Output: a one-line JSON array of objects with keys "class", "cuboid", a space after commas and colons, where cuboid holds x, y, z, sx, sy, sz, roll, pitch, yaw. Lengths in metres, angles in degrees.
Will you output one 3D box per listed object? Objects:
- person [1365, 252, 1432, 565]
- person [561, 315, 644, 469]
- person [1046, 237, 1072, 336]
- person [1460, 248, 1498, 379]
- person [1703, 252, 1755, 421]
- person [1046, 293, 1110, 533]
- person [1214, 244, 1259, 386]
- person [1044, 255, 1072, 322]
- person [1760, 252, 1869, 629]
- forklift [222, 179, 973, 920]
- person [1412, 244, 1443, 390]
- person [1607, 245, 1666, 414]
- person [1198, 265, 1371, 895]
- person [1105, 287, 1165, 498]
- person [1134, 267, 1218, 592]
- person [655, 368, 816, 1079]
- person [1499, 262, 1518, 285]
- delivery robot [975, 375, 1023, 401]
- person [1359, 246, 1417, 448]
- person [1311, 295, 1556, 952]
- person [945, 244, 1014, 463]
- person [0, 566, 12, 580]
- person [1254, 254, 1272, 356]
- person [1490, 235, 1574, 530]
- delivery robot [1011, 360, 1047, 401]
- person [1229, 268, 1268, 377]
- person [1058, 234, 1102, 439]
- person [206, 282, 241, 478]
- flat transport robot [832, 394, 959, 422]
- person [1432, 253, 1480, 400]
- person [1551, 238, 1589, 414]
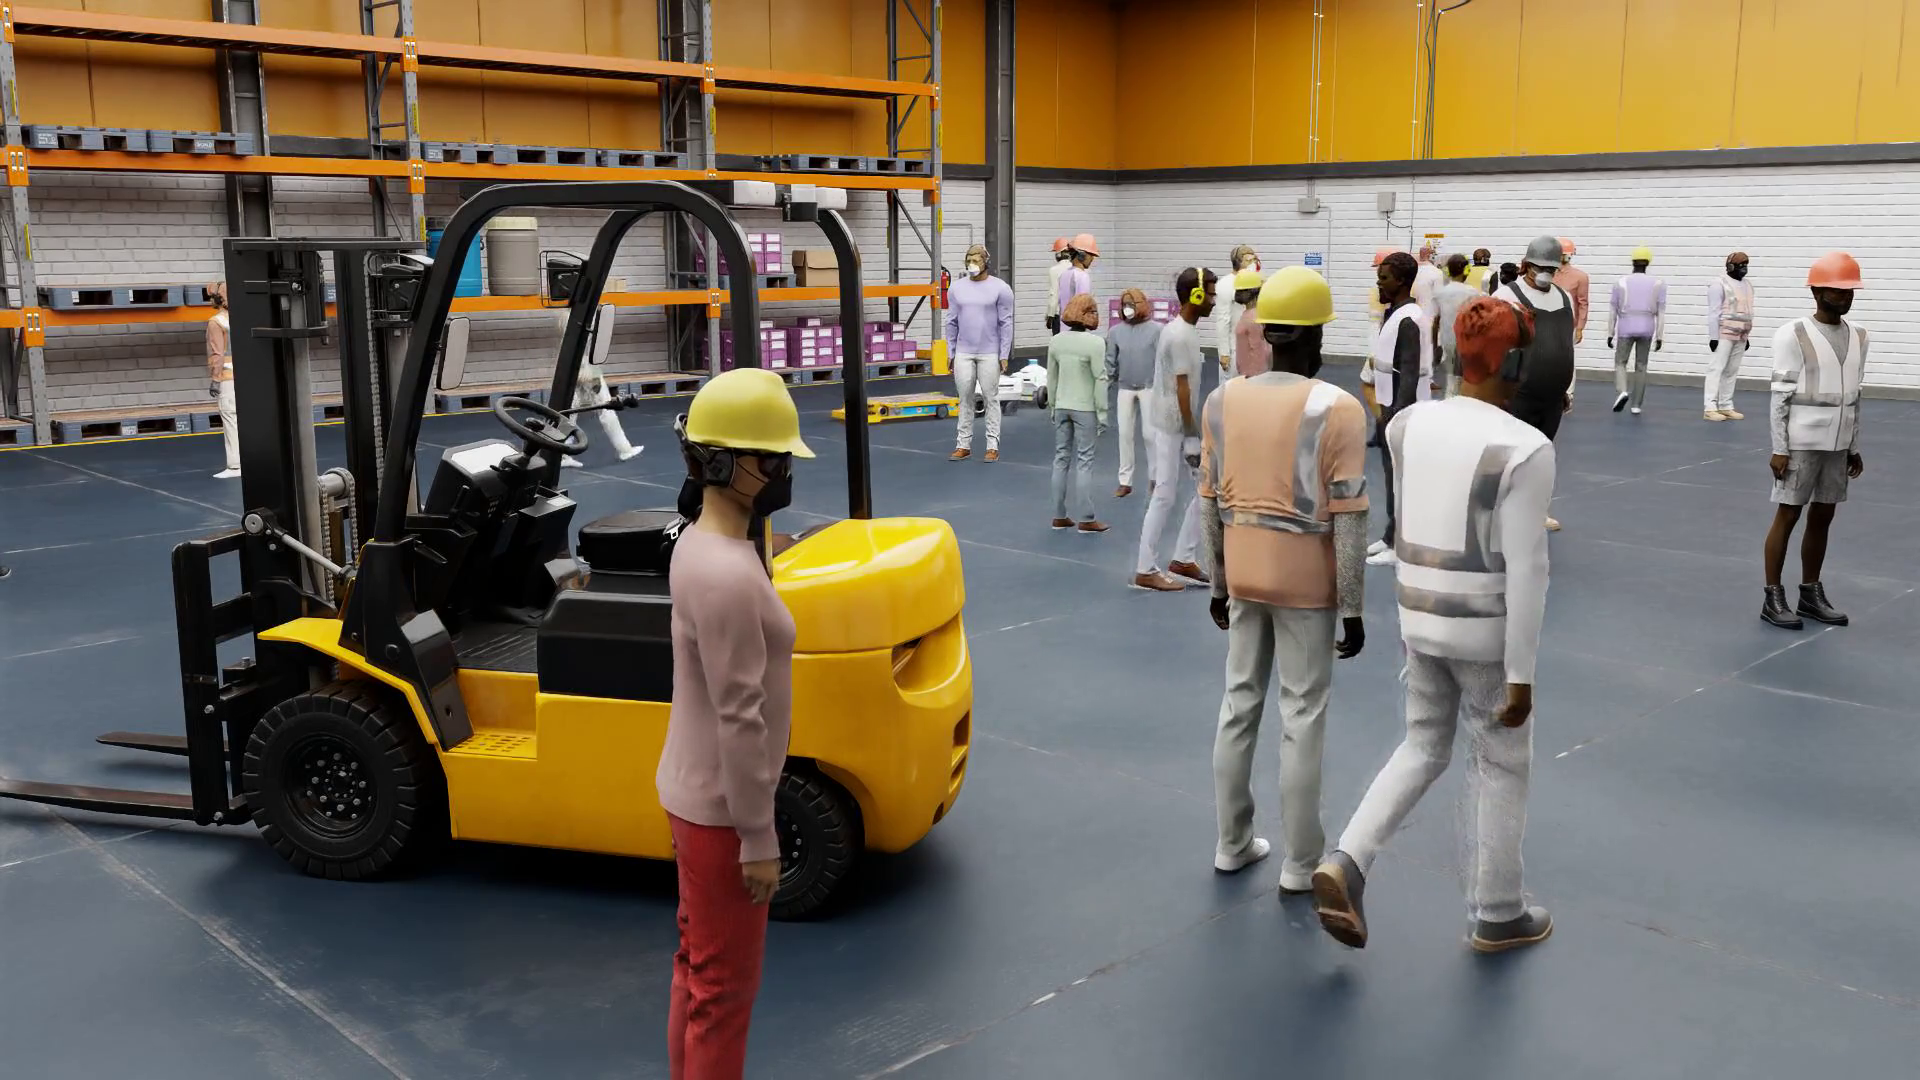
[{"class": "person", "cuboid": [2.705, -0.804, 10.260, 0.391, 1.920, 0.587, 1, 10, 8]}, {"class": "person", "cuboid": [-3.209, -1.435, 14.558, 0.543, 1.588, 0.845, 9, 14, 41]}, {"class": "person", "cuboid": [1.359, -2.977, 21.903, 0.396, 1.991, 0.623, 10, 14, 43]}, {"class": "person", "cuboid": [7.257, -3.153, 23.294, 0.430, 1.840, 0.622, -10, 14, -44]}, {"class": "person", "cuboid": [8.451, -2.228, 18.237, 0.626, 1.843, 0.430, -6, 12, -28]}, {"class": "person", "cuboid": [0.807, -0.866, 11.378, 0.277, 1.632, 0.502, -10, 14, -44]}, {"class": "person", "cuboid": [2.554, -1.733, 15.271, 0.372, 1.940, 0.627, 8, 13, 38]}, {"class": "person", "cuboid": [1.504, -3.309, 24.190, 0.541, 1.824, 0.924, 8, 13, 37]}, {"class": "person", "cuboid": [4.436, -0.507, 8.590, 0.547, 1.938, 0.359, -3, 11, -16]}, {"class": "forklift", "cuboid": [-1.114, -0.058, 5.440, 2.313, 2.155, 1.214, 2, 11, 13]}, {"class": "person", "cuboid": [6.117, -2.932, 21.901, 0.403, 1.906, 0.652, -8, 13, -35]}, {"class": "person", "cuboid": [7.623, -2.358, 18.756, 0.608, 1.911, 0.475, 3, 11, 17]}, {"class": "person", "cuboid": [1.002, 0.130, 5.138, 0.589, 1.930, 0.361, 10, 15, 44]}, {"class": "person", "cuboid": [1.352, -1.134, 12.857, 0.547, 1.624, 0.354, 5, 12, 27]}, {"class": "person", "cuboid": [1.279, -0.608, 9.398, 0.619, 1.839, 0.554, 3, 11, 18]}, {"class": "person", "cuboid": [-0.450, 0.535, 3.385, 0.329, 1.765, 0.525, -3, 11, -14]}, {"class": "person", "cuboid": [6.642, -2.510, 20.161, 0.318, 1.698, 0.539, 2, 11, 10]}, {"class": "delivery robot", "cuboid": [0.347, -1.718, 18.712, 0.707, 0.478, 0.477, -4, 11, -21]}, {"class": "person", "cuboid": [4.041, -1.797, 15.685, 0.562, 1.919, 0.455, -5, 12, -25]}, {"class": "person", "cuboid": [1.354, 0.265, 4.579, 0.733, 1.864, 0.581, -6, 12, -32]}, {"class": "person", "cuboid": [0.160, -1.658, 14.866, 0.631, 1.939, 0.370, 4, 11, 19]}, {"class": "person", "cuboid": [-5.875, -0.639, 9.626, 0.586, 1.823, 0.403, -1, 10, -4]}, {"class": "person", "cuboid": [3.074, -2.159, 17.870, 0.563, 1.838, 0.389, 1, 10, 7]}, {"class": "person", "cuboid": [3.917, -1.061, 11.329, 0.676, 2.000, 0.536, -4, 11, -20]}, {"class": "delivery robot", "cuboid": [0.866, -1.889, 19.644, 0.477, 0.478, 0.707, 4, 11, 22]}, {"class": "person", "cuboid": [2.425, -1.354, 13.690, 0.576, 1.749, 0.543, 1, 10, 3]}, {"class": "person", "cuboid": [1.196, -2.029, 16.629, 0.386, 2.034, 0.604, -4, 11, -19]}, {"class": "person", "cuboid": [-6.109, -1.336, 13.923, 0.306, 1.640, 0.523, 1, 10, 3]}, {"class": "flat transport robot", "cuboid": [-0.635, -1.466, 18.367, 1.431, 0.197, 0.652, -7, 13, -35]}, {"class": "person", "cuboid": [4.789, -1.833, 16.045, 0.639, 1.853, 0.575, -8, 13, -37]}, {"class": "person", "cuboid": [6.830, -2.433, 18.943, 0.392, 1.991, 0.612, -8, 13, -39]}]
